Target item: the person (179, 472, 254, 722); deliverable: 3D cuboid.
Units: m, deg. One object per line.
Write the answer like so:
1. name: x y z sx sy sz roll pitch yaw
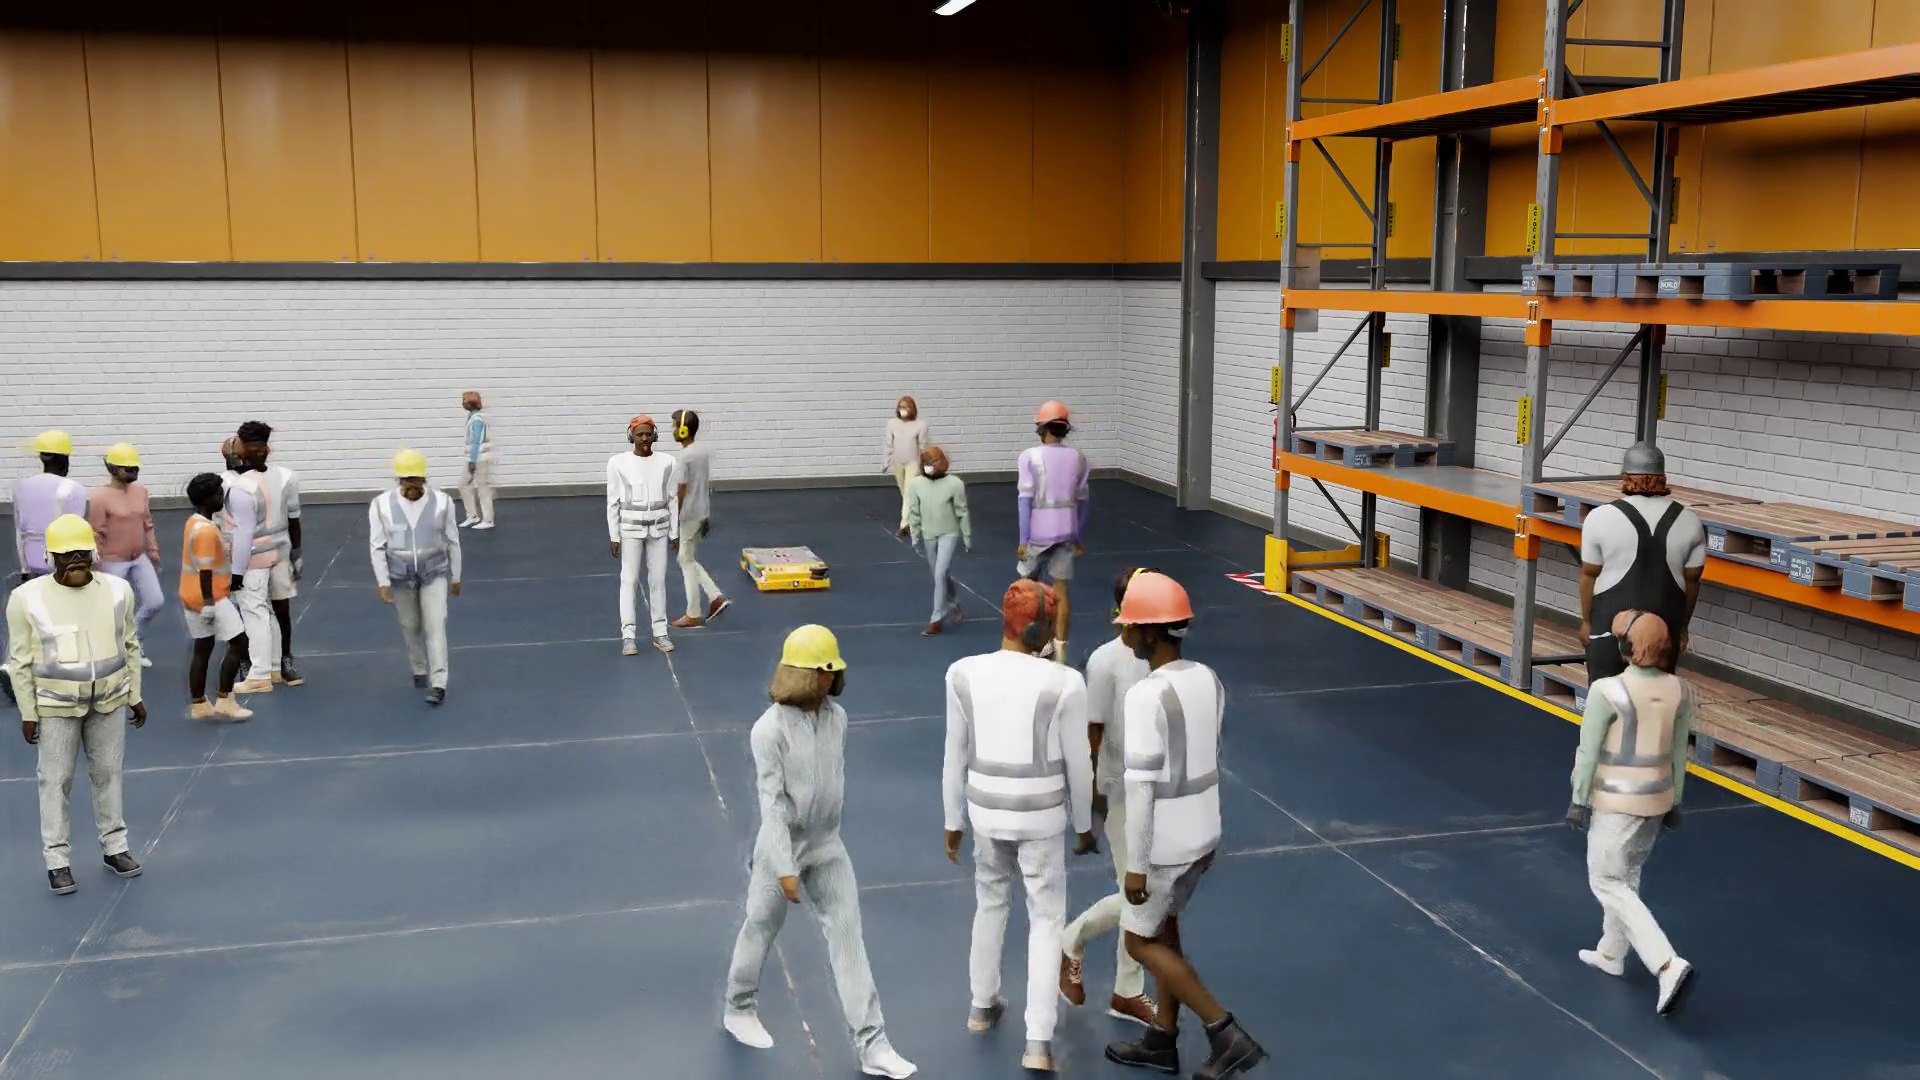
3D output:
1. person: -4.924 0.386 11.043 0.500 1.681 0.536 -6 11 -33

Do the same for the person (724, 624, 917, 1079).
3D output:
1. person: -0.577 1.150 6.226 0.906 1.699 0.490 9 13 43

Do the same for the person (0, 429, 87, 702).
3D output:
1. person: -6.443 0.171 11.726 0.586 1.893 0.874 2 9 10

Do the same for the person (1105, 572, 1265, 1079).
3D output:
1. person: 0.801 1.077 6.016 0.625 1.915 0.579 6 11 34

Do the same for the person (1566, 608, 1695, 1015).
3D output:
1. person: 2.789 1.094 6.804 0.521 1.616 0.667 -4 10 -24

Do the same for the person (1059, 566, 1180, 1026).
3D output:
1. person: 0.635 1.012 6.576 0.470 1.848 0.525 7 11 36

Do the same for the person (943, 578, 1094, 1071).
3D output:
1. person: 0.210 1.069 6.323 0.589 1.869 0.659 4 10 22

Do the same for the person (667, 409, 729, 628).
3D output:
1. person: -2.261 -0.166 13.937 0.414 1.855 0.524 2 9 12

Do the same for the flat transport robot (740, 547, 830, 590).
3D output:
1. flat transport robot: -1.720 0.259 16.209 0.652 0.197 1.431 -2 9 -15

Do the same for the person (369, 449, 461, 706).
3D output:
1. person: -3.800 0.246 11.644 0.594 1.781 0.885 -3 9 -16

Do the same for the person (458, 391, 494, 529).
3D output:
1. person: -5.694 -0.921 19.341 0.524 1.617 0.547 -4 10 -23

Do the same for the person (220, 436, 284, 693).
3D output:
1. person: -5.075 0.172 11.893 0.430 1.838 0.620 0 9 -2

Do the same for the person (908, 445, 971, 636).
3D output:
1. person: -0.143 -0.033 13.958 0.519 1.583 0.806 4 10 25

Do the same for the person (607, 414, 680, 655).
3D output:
1. person: -2.481 -0.043 13.086 0.575 1.882 0.355 -4 10 -26

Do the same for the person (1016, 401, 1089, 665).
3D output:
1. person: 0.685 -0.045 12.694 0.659 2.014 0.525 -4 10 -24

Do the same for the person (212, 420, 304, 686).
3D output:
1. person: -5.006 0.116 11.891 0.611 1.954 0.410 -7 12 -38

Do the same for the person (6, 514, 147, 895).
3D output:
1. person: -4.273 0.780 8.098 0.404 1.835 0.589 9 13 43

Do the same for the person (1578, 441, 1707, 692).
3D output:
1. person: 3.900 0.428 9.649 0.682 2.000 0.536 1 9 3

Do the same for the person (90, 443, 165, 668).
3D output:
1. person: -6.156 0.158 12.262 0.445 1.747 0.542 3 10 19

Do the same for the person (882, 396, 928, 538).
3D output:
1. person: -0.602 -0.864 19.109 0.497 1.594 0.850 3 10 21
